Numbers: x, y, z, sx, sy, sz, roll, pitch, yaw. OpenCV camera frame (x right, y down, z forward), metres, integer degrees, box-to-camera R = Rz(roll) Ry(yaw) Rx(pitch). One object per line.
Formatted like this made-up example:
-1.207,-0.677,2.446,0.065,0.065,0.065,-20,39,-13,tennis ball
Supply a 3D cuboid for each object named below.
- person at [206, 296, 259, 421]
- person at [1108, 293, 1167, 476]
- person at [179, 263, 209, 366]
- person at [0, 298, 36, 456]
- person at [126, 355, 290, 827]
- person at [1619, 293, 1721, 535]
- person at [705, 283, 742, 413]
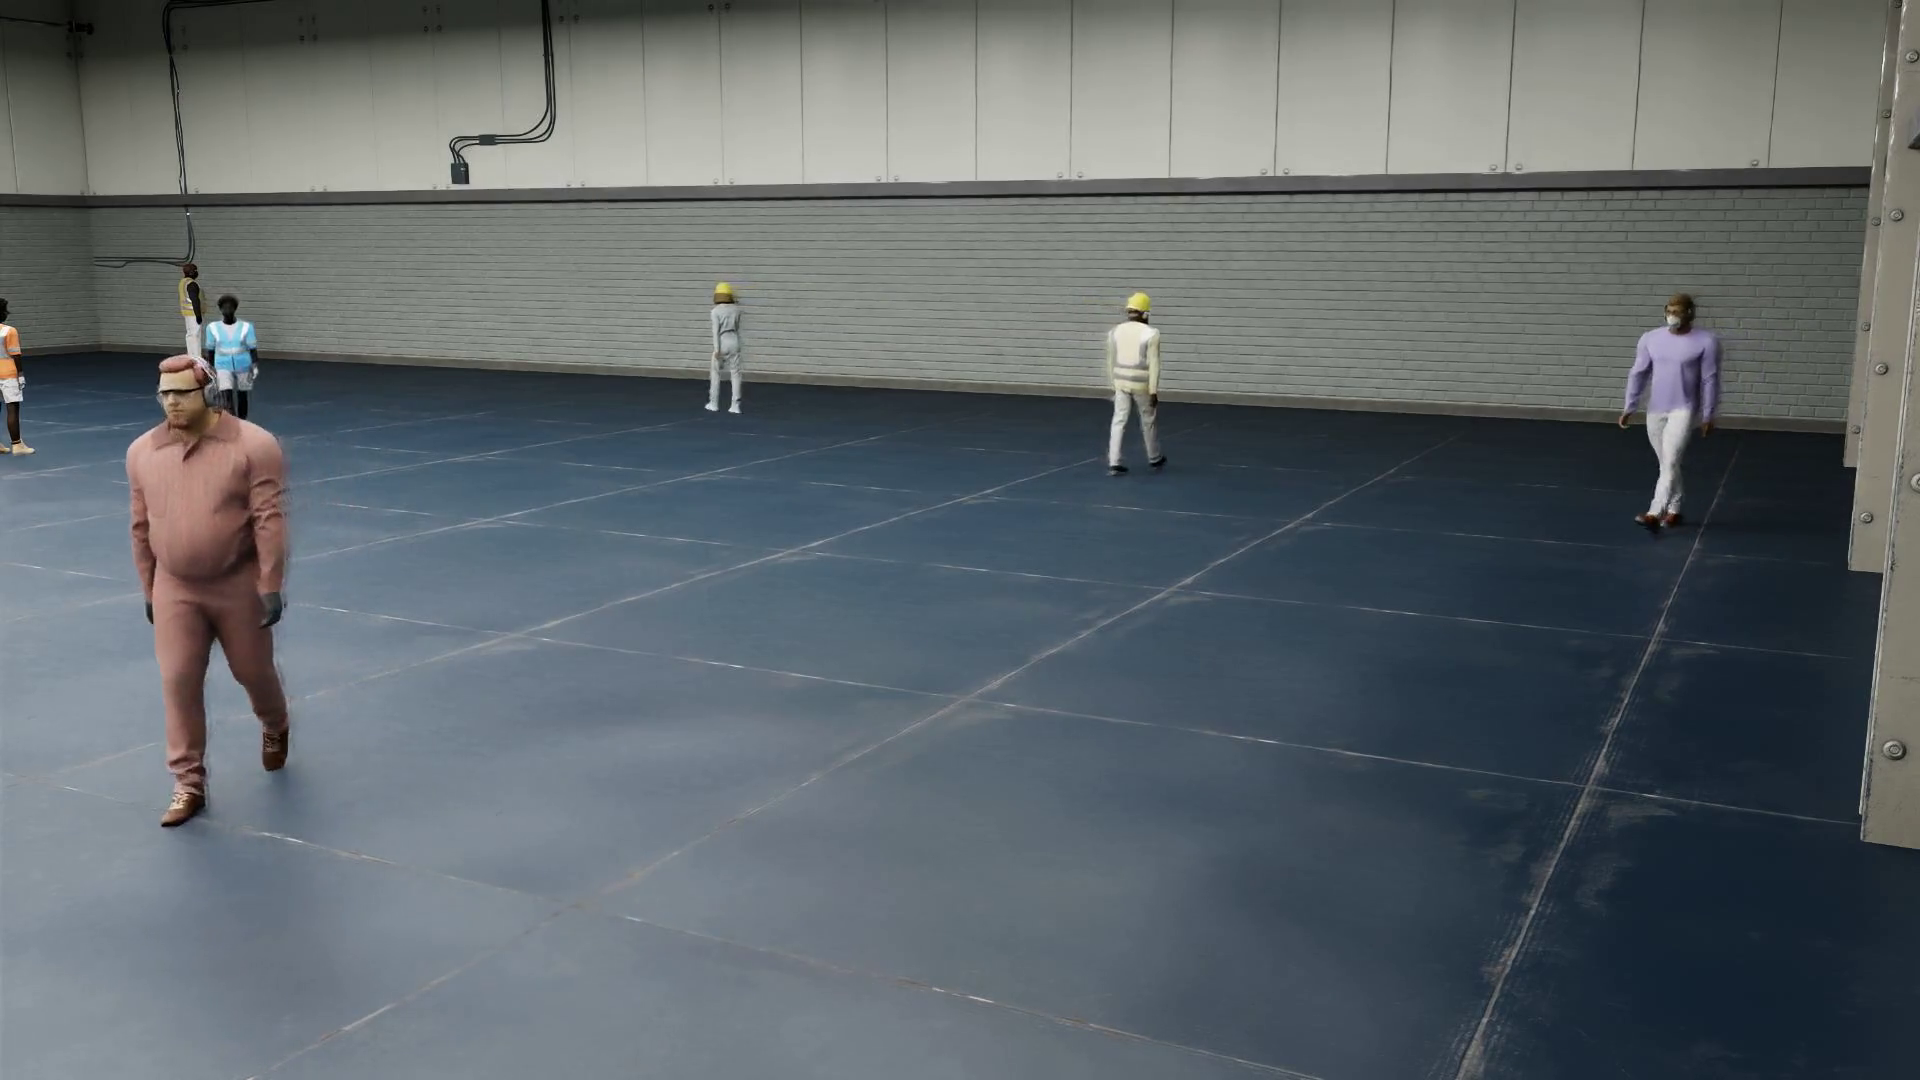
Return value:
-8.351,-1.968,19.122,0.549,1.642,0.858,-5,11,-23,person
1.742,-1.538,16.434,0.616,1.782,0.922,7,13,34,person
-13.846,-4.071,30.083,0.429,1.847,0.625,-9,14,-40,person
-10.238,-1.744,17.791,0.542,1.697,0.316,2,11,13,person
-3.100,0.162,6.921,0.644,1.877,0.850,-1,10,-7,person
5.575,-0.990,13.143,1.003,1.887,0.633,-9,14,-40,person
-3.167,-2.563,22.209,0.490,1.714,0.765,-8,13,-37,person
